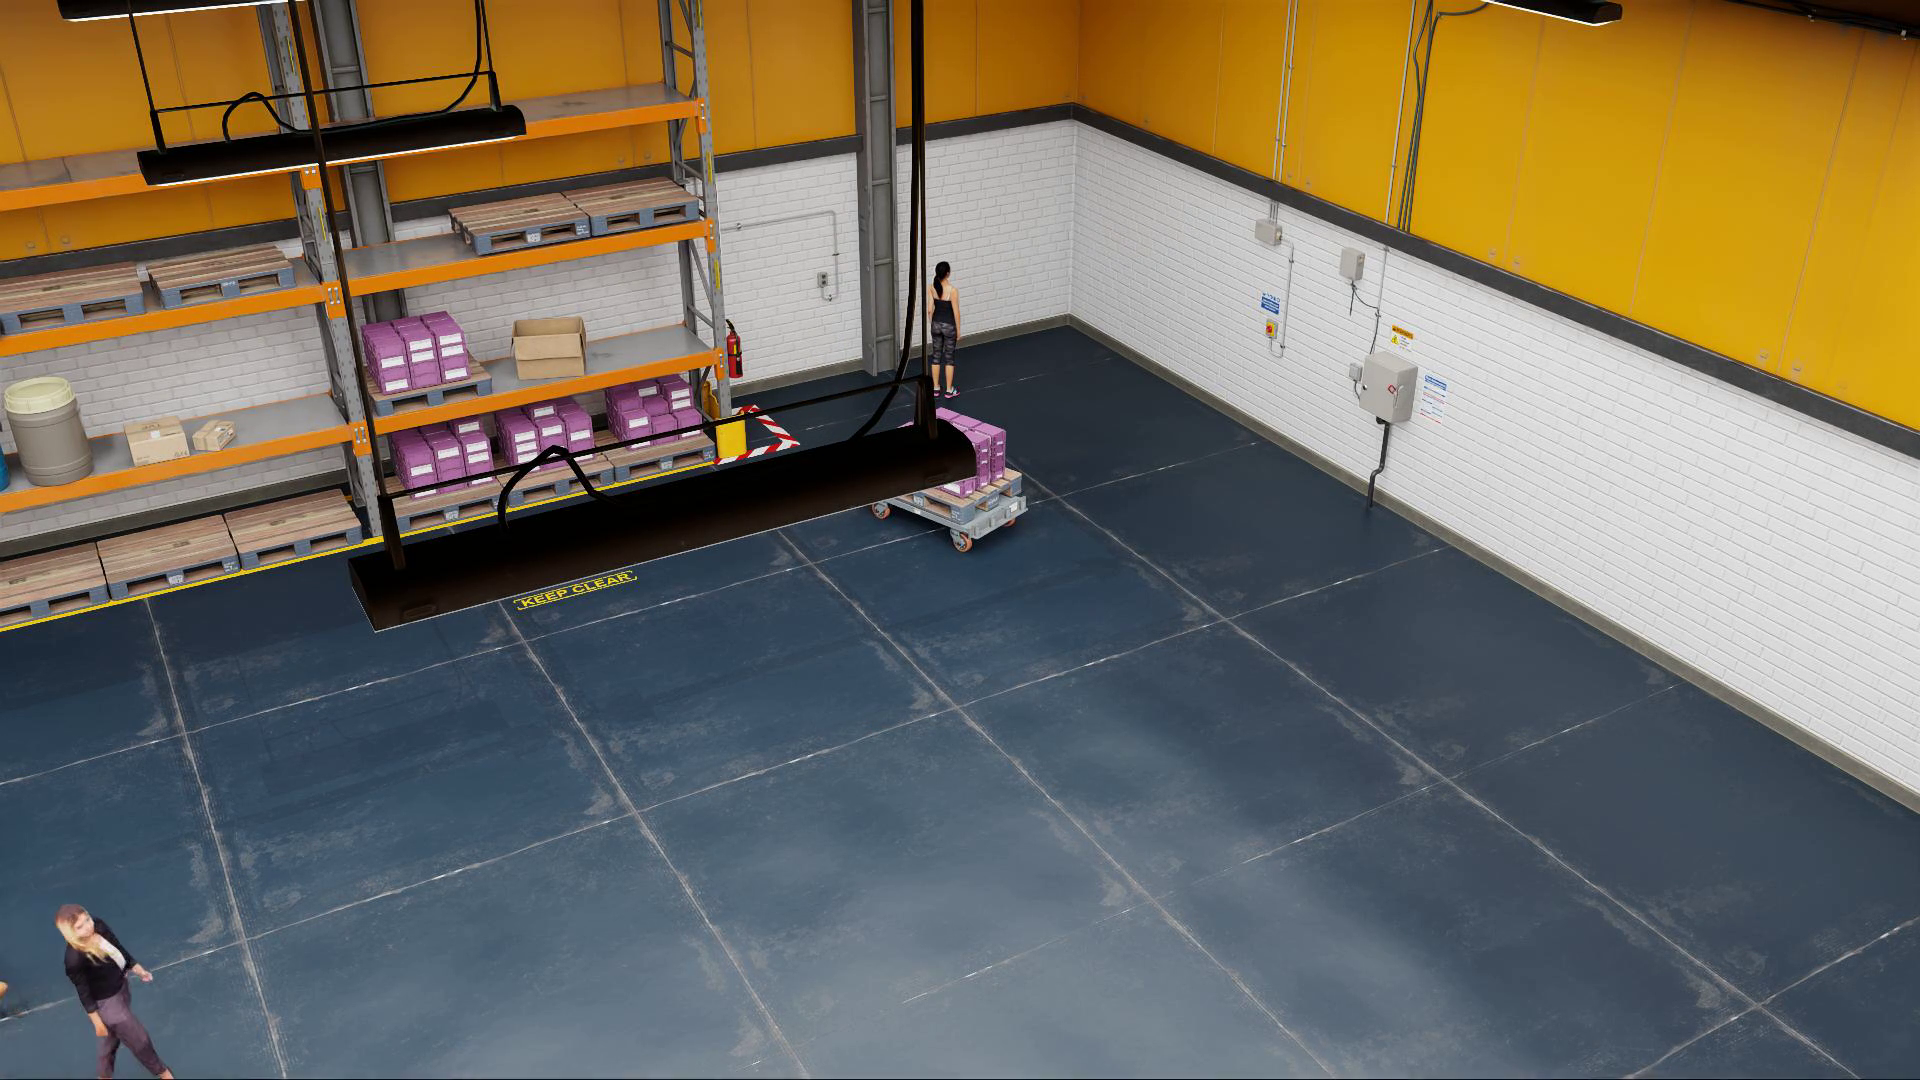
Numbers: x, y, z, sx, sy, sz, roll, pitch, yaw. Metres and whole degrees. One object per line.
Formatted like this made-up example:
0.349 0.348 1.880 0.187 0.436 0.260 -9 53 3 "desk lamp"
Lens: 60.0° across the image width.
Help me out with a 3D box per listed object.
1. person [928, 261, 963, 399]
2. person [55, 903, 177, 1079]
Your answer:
-0.204 -2.592 20.438 0.666 1.729 0.702 12 31 21 "person"
-5.402 2.916 10.429 0.841 1.643 0.772 -9 30 -16 "person"
